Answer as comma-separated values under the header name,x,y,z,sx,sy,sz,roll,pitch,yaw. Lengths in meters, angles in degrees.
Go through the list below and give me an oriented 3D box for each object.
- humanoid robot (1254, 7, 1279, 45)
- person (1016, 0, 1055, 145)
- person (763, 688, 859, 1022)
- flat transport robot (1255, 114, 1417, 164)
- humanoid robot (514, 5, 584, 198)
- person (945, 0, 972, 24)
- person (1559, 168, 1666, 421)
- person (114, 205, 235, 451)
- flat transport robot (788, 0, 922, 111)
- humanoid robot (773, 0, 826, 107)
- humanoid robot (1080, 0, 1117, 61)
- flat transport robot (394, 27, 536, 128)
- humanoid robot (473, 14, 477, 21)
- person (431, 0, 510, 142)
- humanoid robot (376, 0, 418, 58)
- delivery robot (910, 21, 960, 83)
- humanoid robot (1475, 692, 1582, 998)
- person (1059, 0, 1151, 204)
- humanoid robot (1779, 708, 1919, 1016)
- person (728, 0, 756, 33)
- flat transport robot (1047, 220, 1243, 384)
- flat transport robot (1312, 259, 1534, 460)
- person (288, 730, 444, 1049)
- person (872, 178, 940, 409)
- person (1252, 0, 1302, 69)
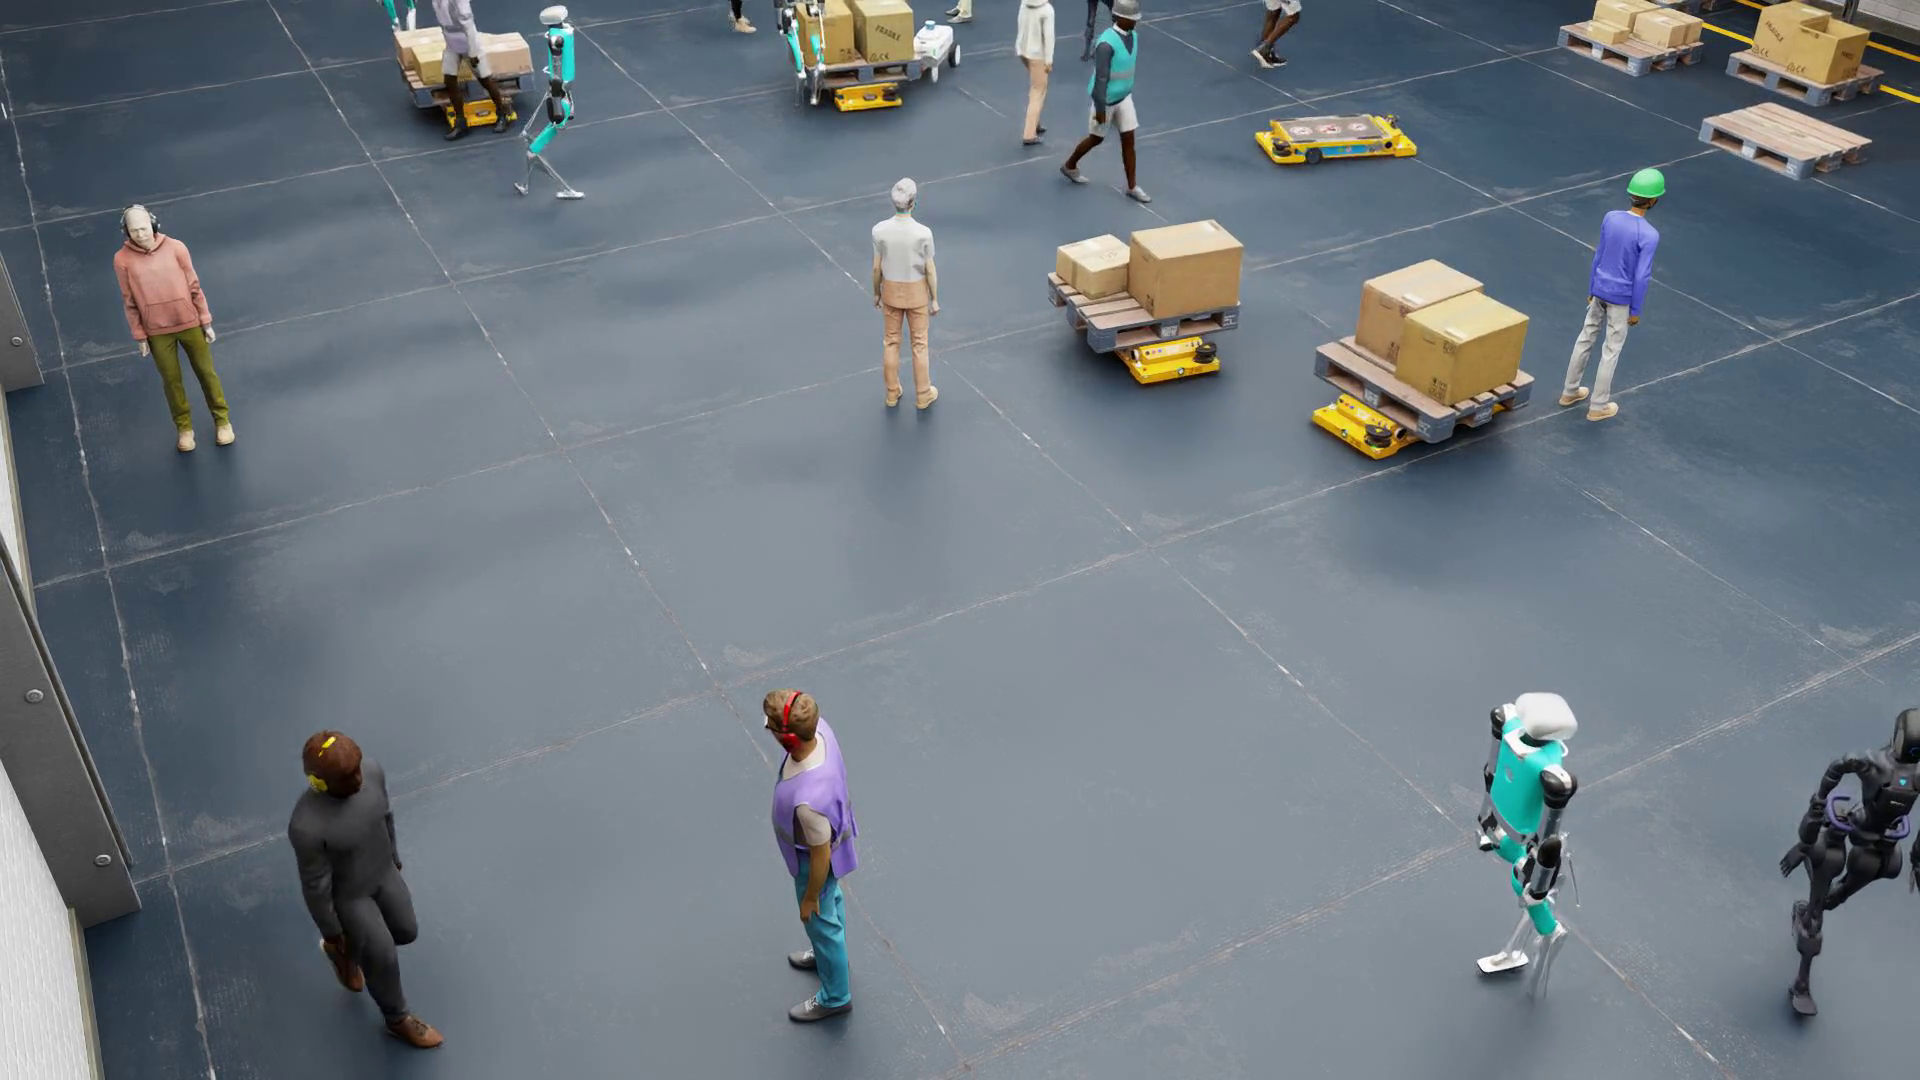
name,x,y,z,sx,sy,sz,roll,pitch,yaw
humanoid robot,3.496,-6.370,18.578,0.351,1.646,0.609,1,35,1
person,0.733,-4.732,16.280,0.554,1.634,0.489,-26,42,-32
person,-0.632,1.392,7.356,0.373,1.840,0.568,-2,35,-3
flat transport robot,3.693,-3.942,16.344,1.431,0.231,0.659,-5,35,-7
humanoid robot,-3.827,-3.879,15.040,0.857,1.853,0.556,0,35,0
person,0.019,-6.919,19.224,0.393,1.841,0.562,0,35,0
person,4.673,-1.745,11.825,0.381,1.865,0.457,-19,39,-25
person,-5.426,-1.469,11.459,0.520,1.831,0.365,-15,38,-21
flat transport robot,-1.123,-4.919,17.740,0.659,0.231,1.431,-10,36,-14
humanoid robot,-1.581,-5.156,16.835,0.556,1.836,0.707,-9,36,-12
humanoid robot,1.596,-6.134,18.259,0.609,1.639,0.621,26,43,32
flat transport robot,-5.108,-4.640,17.341,0.659,0.231,1.431,-15,38,-20
humanoid robot,-5.845,-6.812,19.205,0.358,1.649,0.615,-12,37,-17
person,-4.859,-4.869,16.286,0.561,1.869,0.721,22,40,28
humanoid robot,-6.139,-5.987,18.075,0.544,1.891,0.711,-10,36,-14
delivery robot,-0.320,-5.344,18.081,0.499,0.576,0.768,9,36,13
humanoid robot,2.649,1.423,7.504,0.712,1.895,0.541,-9,36,-12
person,1.353,-4.045,15.088,0.955,1.892,0.581,30,45,35
humanoid robot,4.089,1.396,7.541,0.600,1.625,0.791,7,36,10
person,-2.552,-6.619,18.932,0.381,1.688,0.549,1,35,1
flat transport robot,1.432,-1.682,13.117,0.659,0.231,1.431,-12,37,-16
flat transport robot,3.329,-1.003,12.148,1.431,0.231,0.659,-21,40,-27
person,-2.668,1.479,7.227,0.605,1.846,0.524,14,37,19
person,-0.392,-1.756,11.934,0.478,1.746,0.316,8,36,12
person,3.434,-6.015,17.845,0.446,1.947,0.609,-12,37,-17
